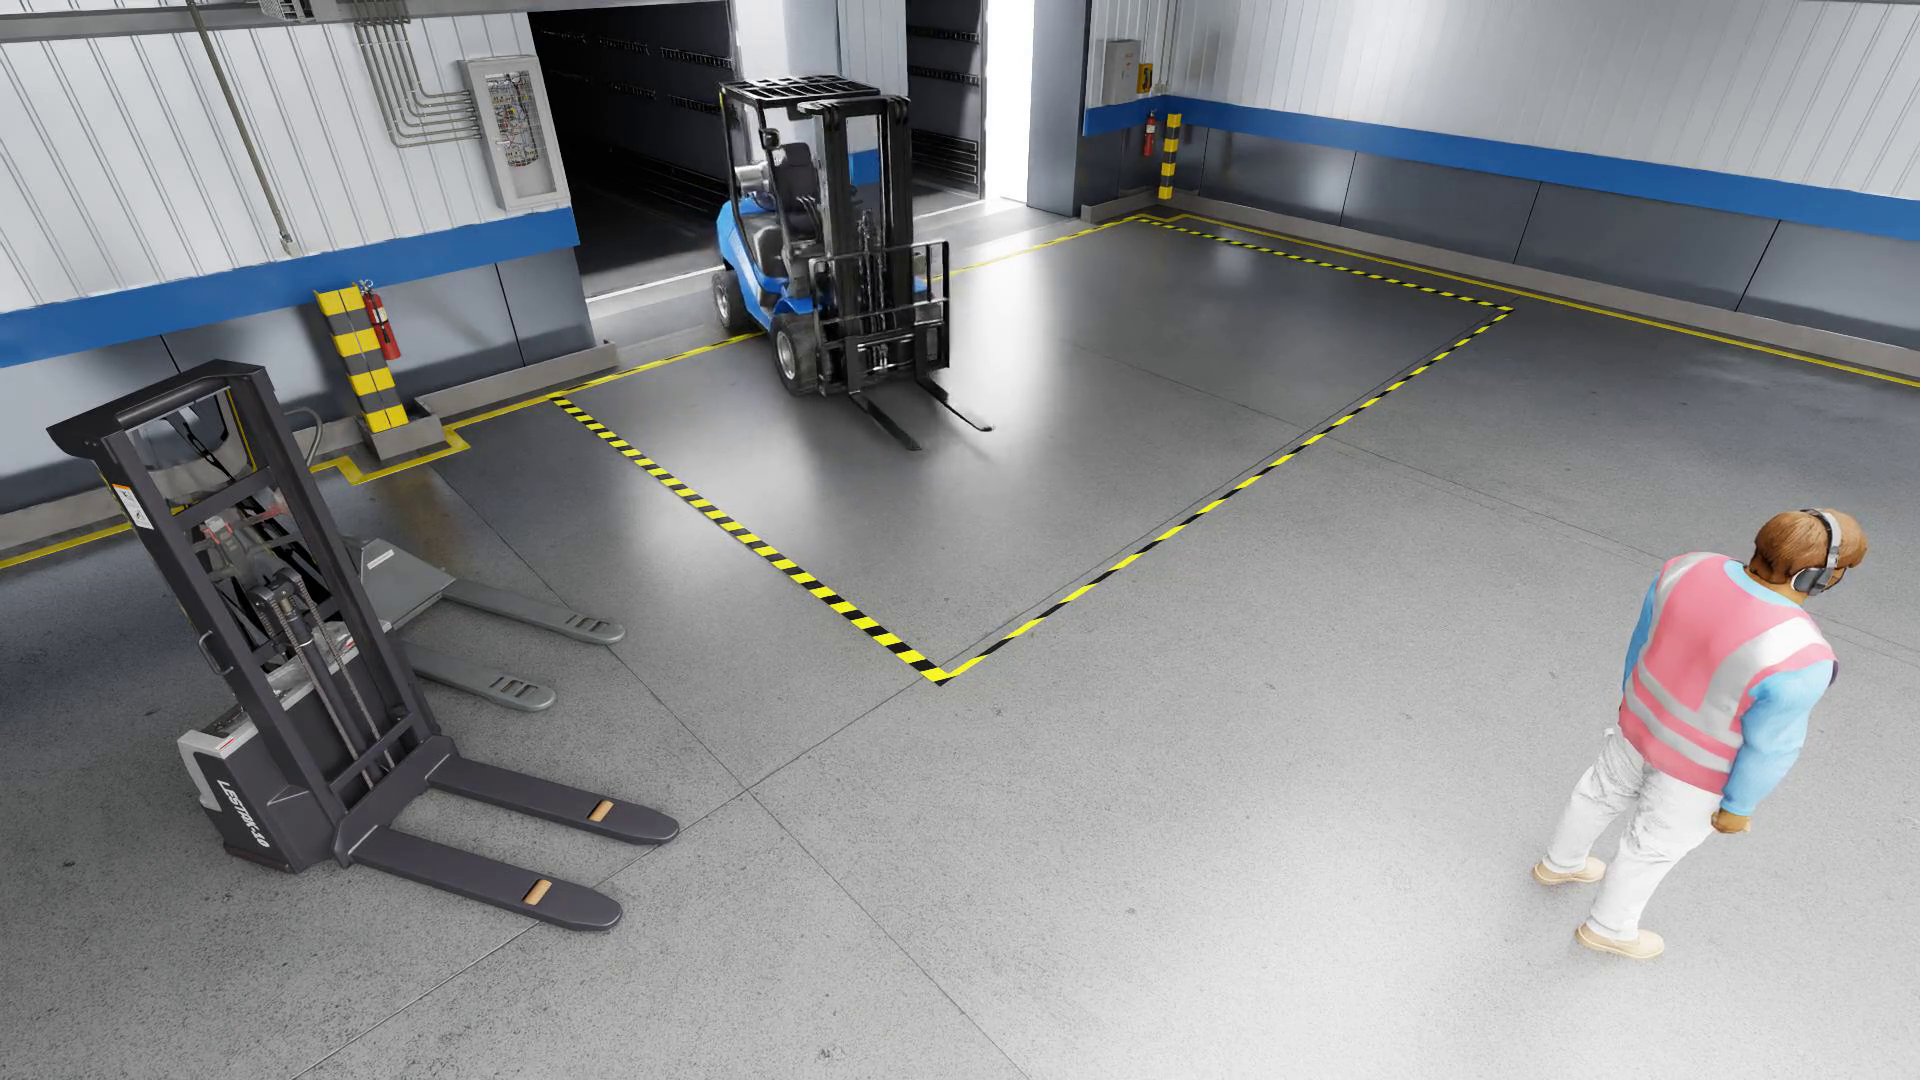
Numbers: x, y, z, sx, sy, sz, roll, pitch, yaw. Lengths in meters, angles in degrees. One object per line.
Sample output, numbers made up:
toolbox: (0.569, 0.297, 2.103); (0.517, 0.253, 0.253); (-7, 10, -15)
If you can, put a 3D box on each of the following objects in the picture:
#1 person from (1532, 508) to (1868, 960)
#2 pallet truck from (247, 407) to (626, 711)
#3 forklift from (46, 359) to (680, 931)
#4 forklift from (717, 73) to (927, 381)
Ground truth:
person: (2.461, 0.687, 3.102); (0.429, 1.844, 0.624); (-1, 34, -2)
pallet truck: (-2.628, 0.038, 4.590); (1.601, 1.201, 0.680); (12, 36, 18)
forklift: (-2.135, 0.422, 3.354); (1.885, 1.965, 0.823); (10, 35, 14)
forklift: (-1.214, -2.721, 7.654); (1.157, 2.036, 2.680); (-17, 38, -24)
